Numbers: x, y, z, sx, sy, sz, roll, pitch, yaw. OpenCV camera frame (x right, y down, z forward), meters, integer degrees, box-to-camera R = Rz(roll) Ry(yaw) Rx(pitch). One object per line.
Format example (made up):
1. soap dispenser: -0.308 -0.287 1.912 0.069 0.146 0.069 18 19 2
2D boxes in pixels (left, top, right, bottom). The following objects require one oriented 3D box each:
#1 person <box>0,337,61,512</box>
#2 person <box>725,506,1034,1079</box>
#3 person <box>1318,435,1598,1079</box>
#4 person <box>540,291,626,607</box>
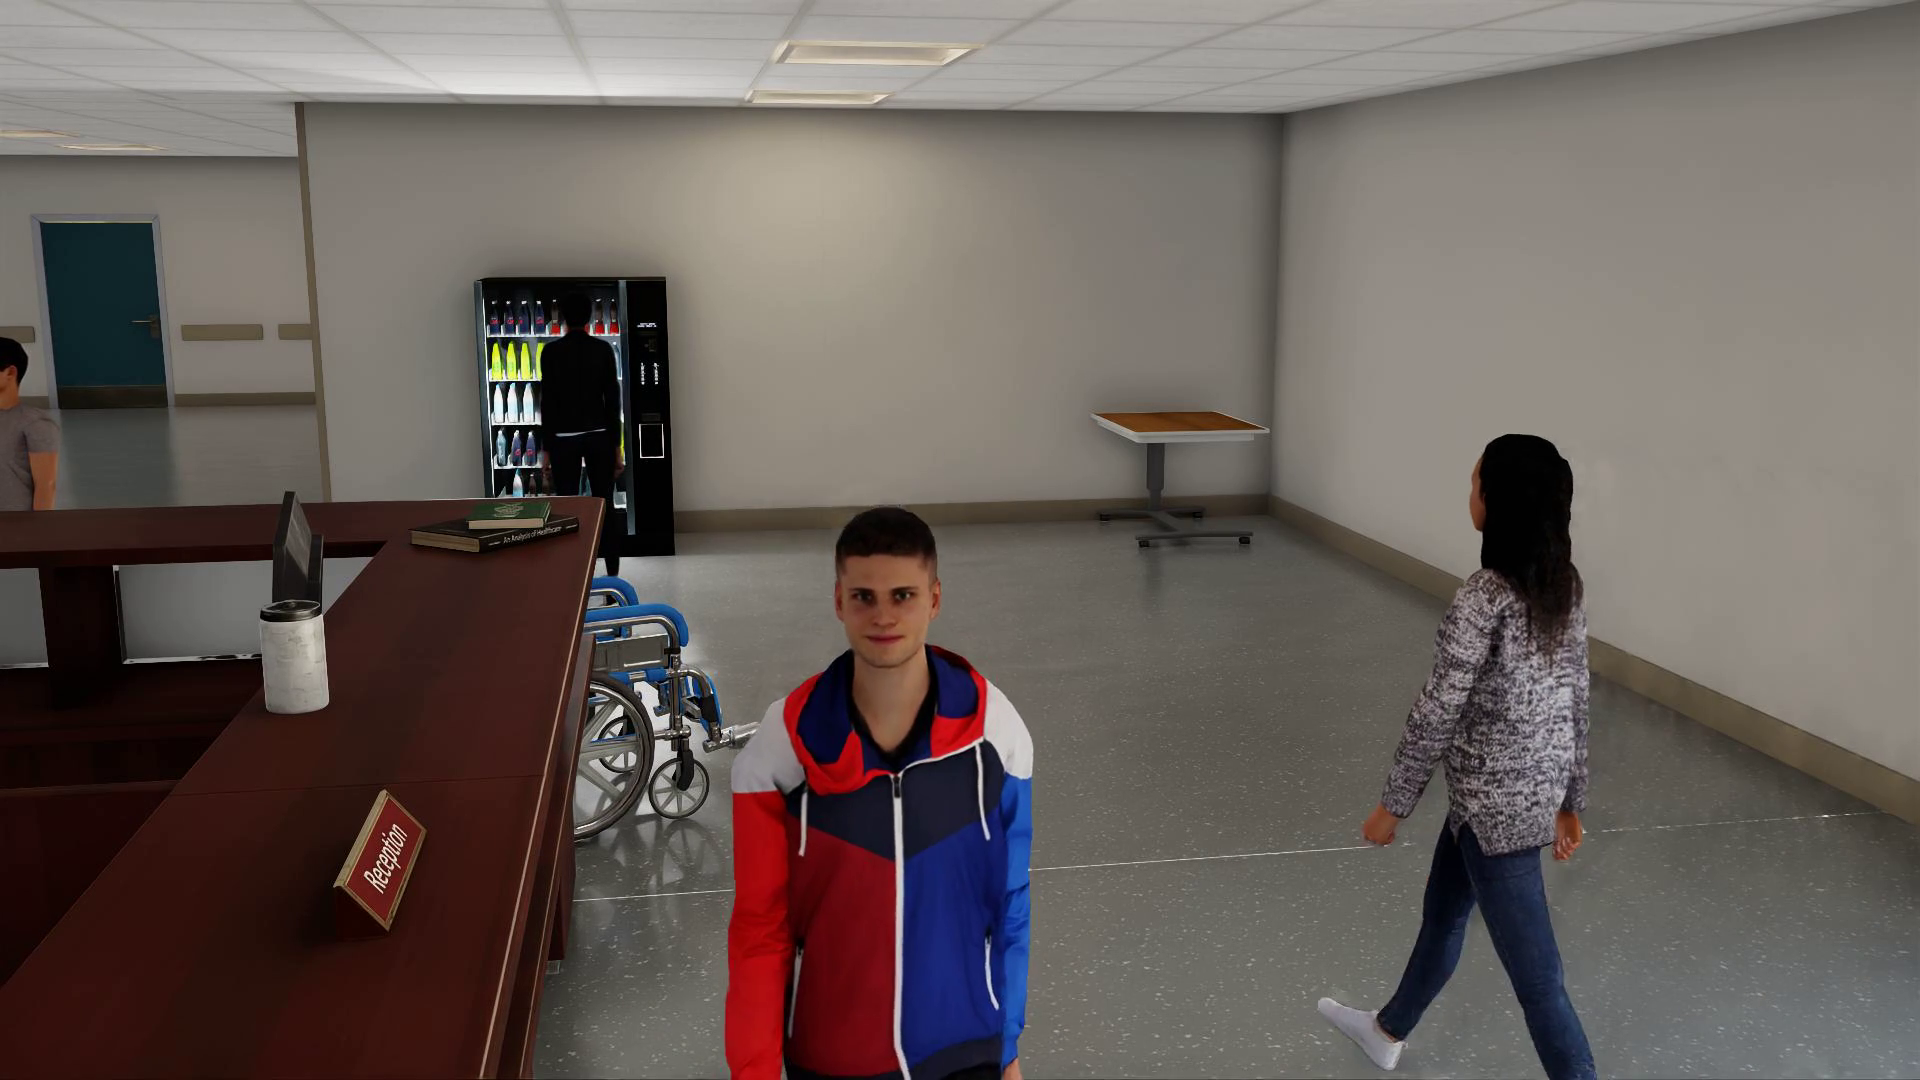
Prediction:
1. person: -4.162 -0.047 7.350 0.652 1.724 0.747 5 12 25
2. person: -0.128 0.814 2.832 1.065 1.717 0.782 -1 11 -5
3. person: 1.296 0.654 3.770 1.172 1.681 1.070 -9 14 -40
4. person: -2.106 -0.469 9.276 0.536 1.834 0.714 -4 12 -22
